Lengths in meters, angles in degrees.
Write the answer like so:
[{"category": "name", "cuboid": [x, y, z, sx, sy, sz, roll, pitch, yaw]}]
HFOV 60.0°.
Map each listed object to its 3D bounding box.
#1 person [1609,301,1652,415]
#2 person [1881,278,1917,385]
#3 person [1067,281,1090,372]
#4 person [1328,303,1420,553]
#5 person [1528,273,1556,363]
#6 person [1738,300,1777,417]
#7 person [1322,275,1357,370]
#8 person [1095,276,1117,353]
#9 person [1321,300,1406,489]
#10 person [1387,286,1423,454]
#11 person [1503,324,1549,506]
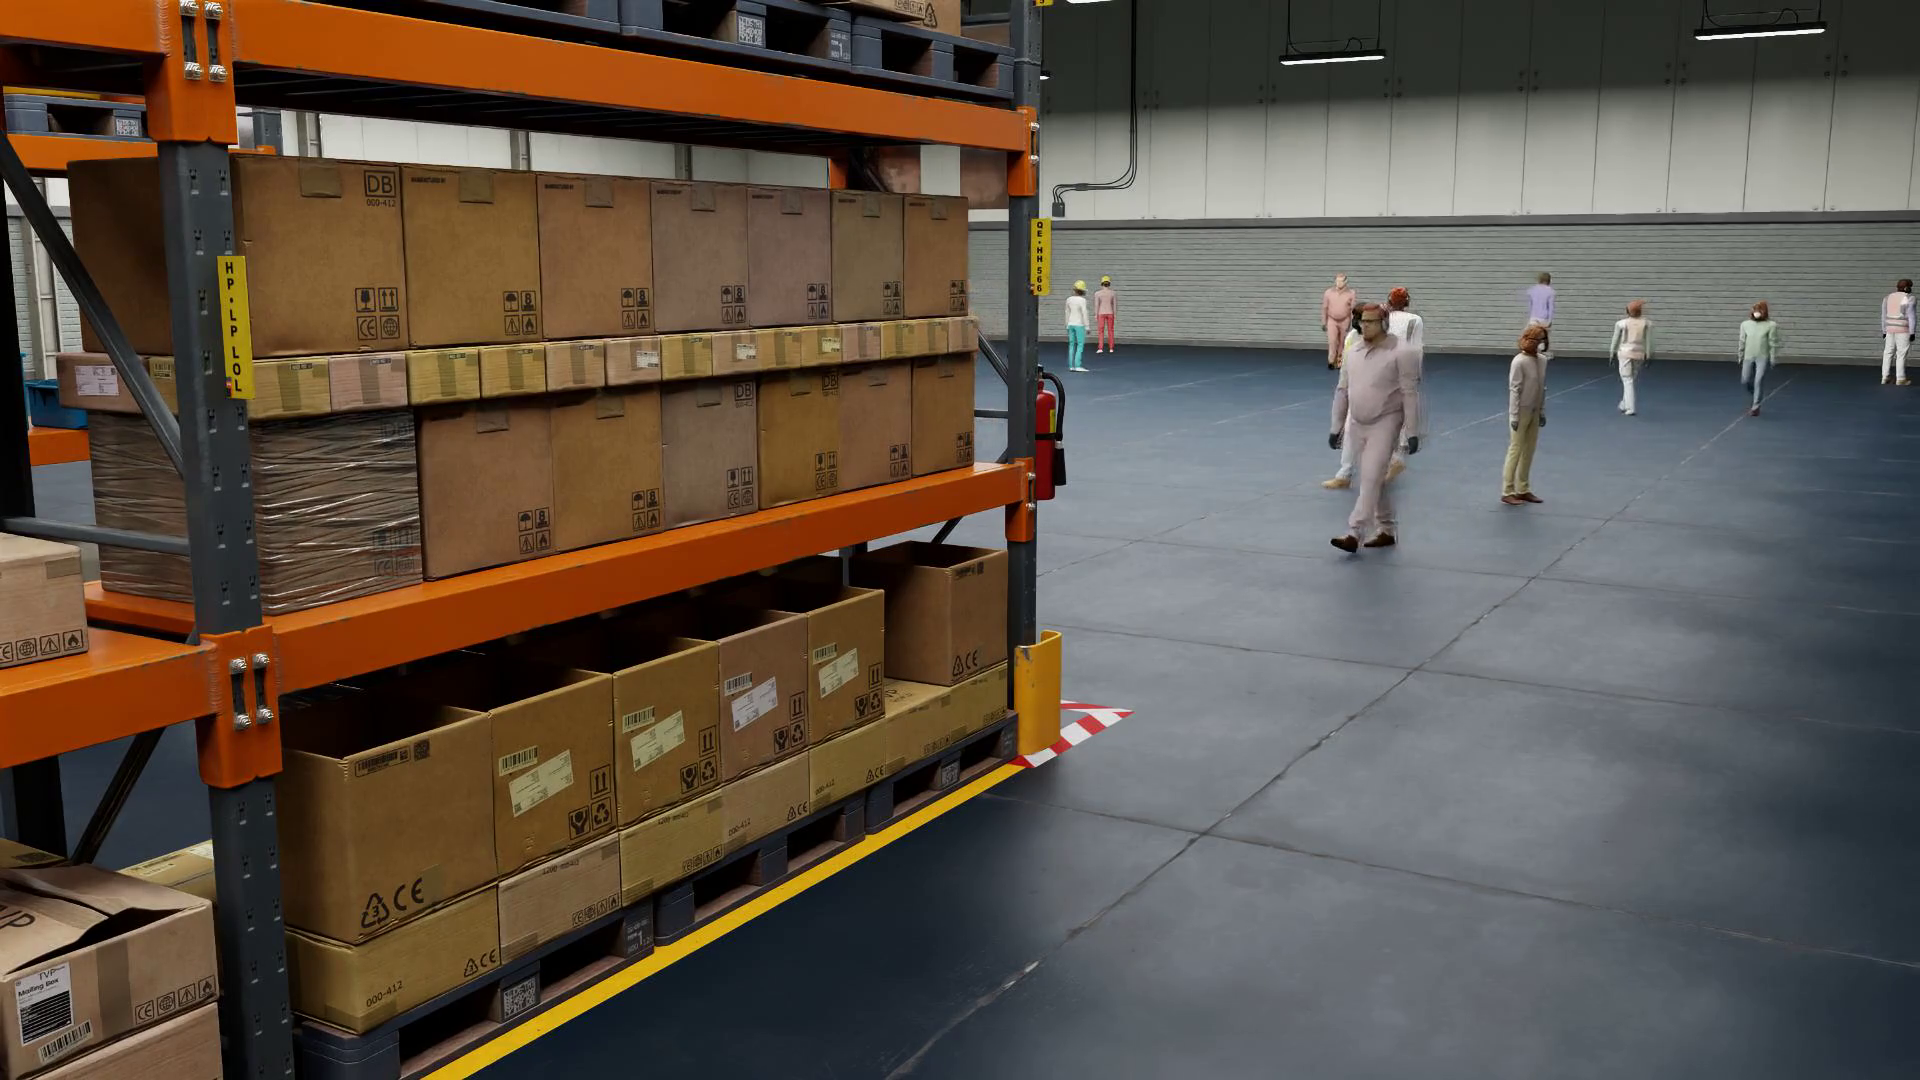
[{"category": "person", "cuboid": [9.453, -2.571, 23.487, 0.533, 1.588, 0.853, 0, 10, 2]}, {"category": "person", "cuboid": [16.316, -3.611, 28.870, 0.429, 1.840, 0.630, -4, 10, -21]}, {"category": "person", "cuboid": [2.264, -4.097, 32.003, 0.320, 1.743, 0.578, -7, 12, -35]}, {"category": "person", "cuboid": [3.027, -0.834, 12.505, 0.948, 1.866, 0.677, -7, 12, -35]}, {"category": "person", "cuboid": [12.031, -4.579, 34.412, 0.632, 1.891, 1.025, 9, 13, 43]}, {"category": "person", "cuboid": [11.154, -2.538, 23.248, 0.506, 1.620, 0.519, 9, 13, 43]}, {"category": "person", "cuboid": [7.426, -4.250, 32.554, 0.674, 1.851, 0.980, 2, 10, 13]}, {"category": "person", "cuboid": [3.339, -5.160, 38.155, 0.525, 1.769, 0.308, -1, 10, -7]}, {"category": "person", "cuboid": [3.929, -1.396, 15.995, 0.862, 1.818, 0.621, -2, 10, -11]}, {"category": "person", "cuboid": [4.928, -1.912, 18.790, 0.574, 1.884, 0.356, 4, 10, 20]}, {"category": "person", "cuboid": [5.088, -1.120, 14.925, 0.505, 1.622, 0.290, -8, 13, -39]}]
